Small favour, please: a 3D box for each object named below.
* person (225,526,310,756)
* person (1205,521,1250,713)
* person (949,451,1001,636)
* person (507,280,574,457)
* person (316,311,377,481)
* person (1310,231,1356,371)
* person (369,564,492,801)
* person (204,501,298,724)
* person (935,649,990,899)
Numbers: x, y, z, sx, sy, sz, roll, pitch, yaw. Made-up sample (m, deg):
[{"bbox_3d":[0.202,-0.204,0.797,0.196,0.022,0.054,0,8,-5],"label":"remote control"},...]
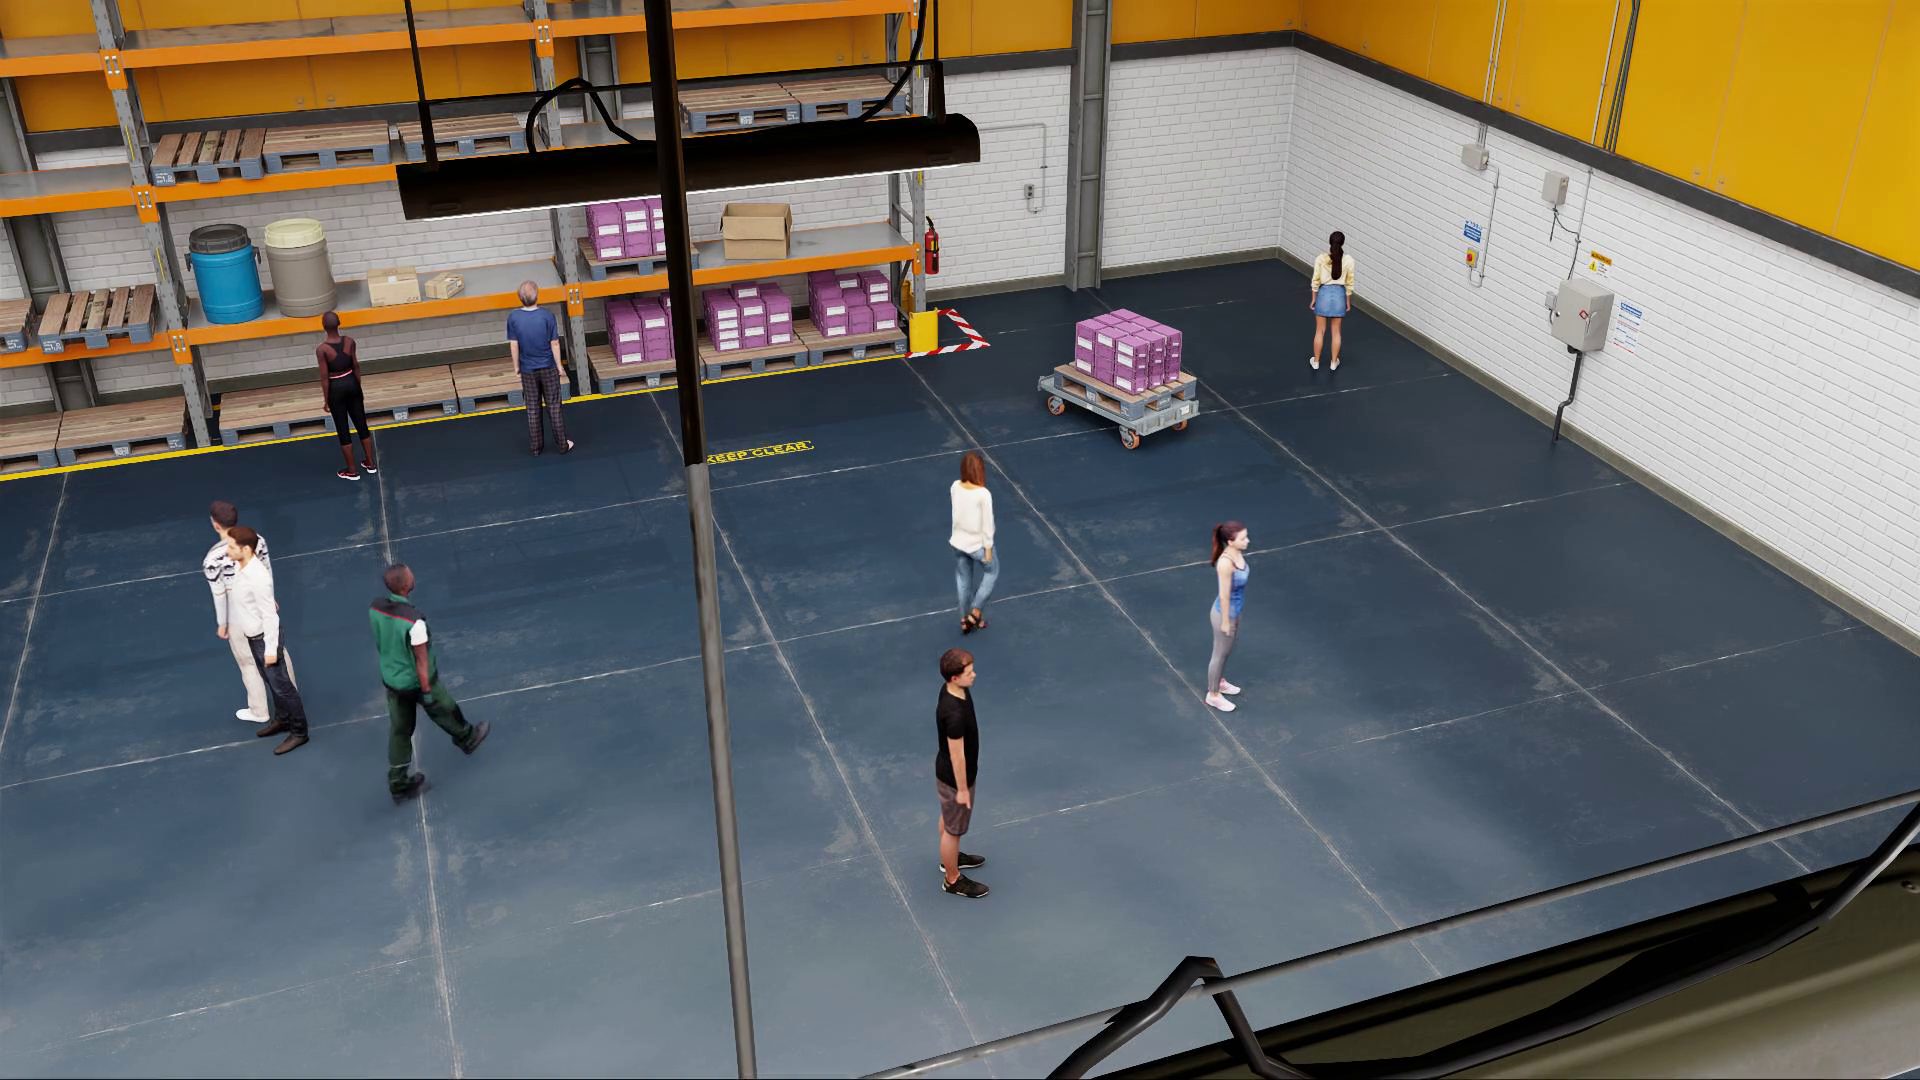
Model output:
[{"bbox_3d":[-5.216,0.723,12.479,0.666,1.871,0.721,-22,35,-34],"label":"person"},{"bbox_3d":[2.095,0.569,13.033,0.708,1.610,0.660,10,30,17],"label":"person"},{"bbox_3d":[0.050,0.067,13.886,0.735,1.676,0.760,22,36,35],"label":"person"},{"bbox_3d":[-4.316,-1.761,17.033,0.565,1.871,0.771,-3,29,-5],"label":"person"},{"bbox_3d":[-6.136,-1.452,16.584,0.724,1.758,0.619,22,36,35],"label":"person"},{"bbox_3d":[4.258,-2.755,19.106,0.649,1.631,0.784,4,29,6],"label":"person"},{"bbox_3d":[-4.018,1.054,11.962,1.160,1.785,1.273,16,32,27],"label":"person"},{"bbox_3d":[-5.487,0.542,12.821,0.824,1.862,0.738,16,32,27],"label":"person"},{"bbox_3d":[-0.030,1.513,11.041,0.696,1.862,0.737,-1,29,-2],"label":"person"}]
